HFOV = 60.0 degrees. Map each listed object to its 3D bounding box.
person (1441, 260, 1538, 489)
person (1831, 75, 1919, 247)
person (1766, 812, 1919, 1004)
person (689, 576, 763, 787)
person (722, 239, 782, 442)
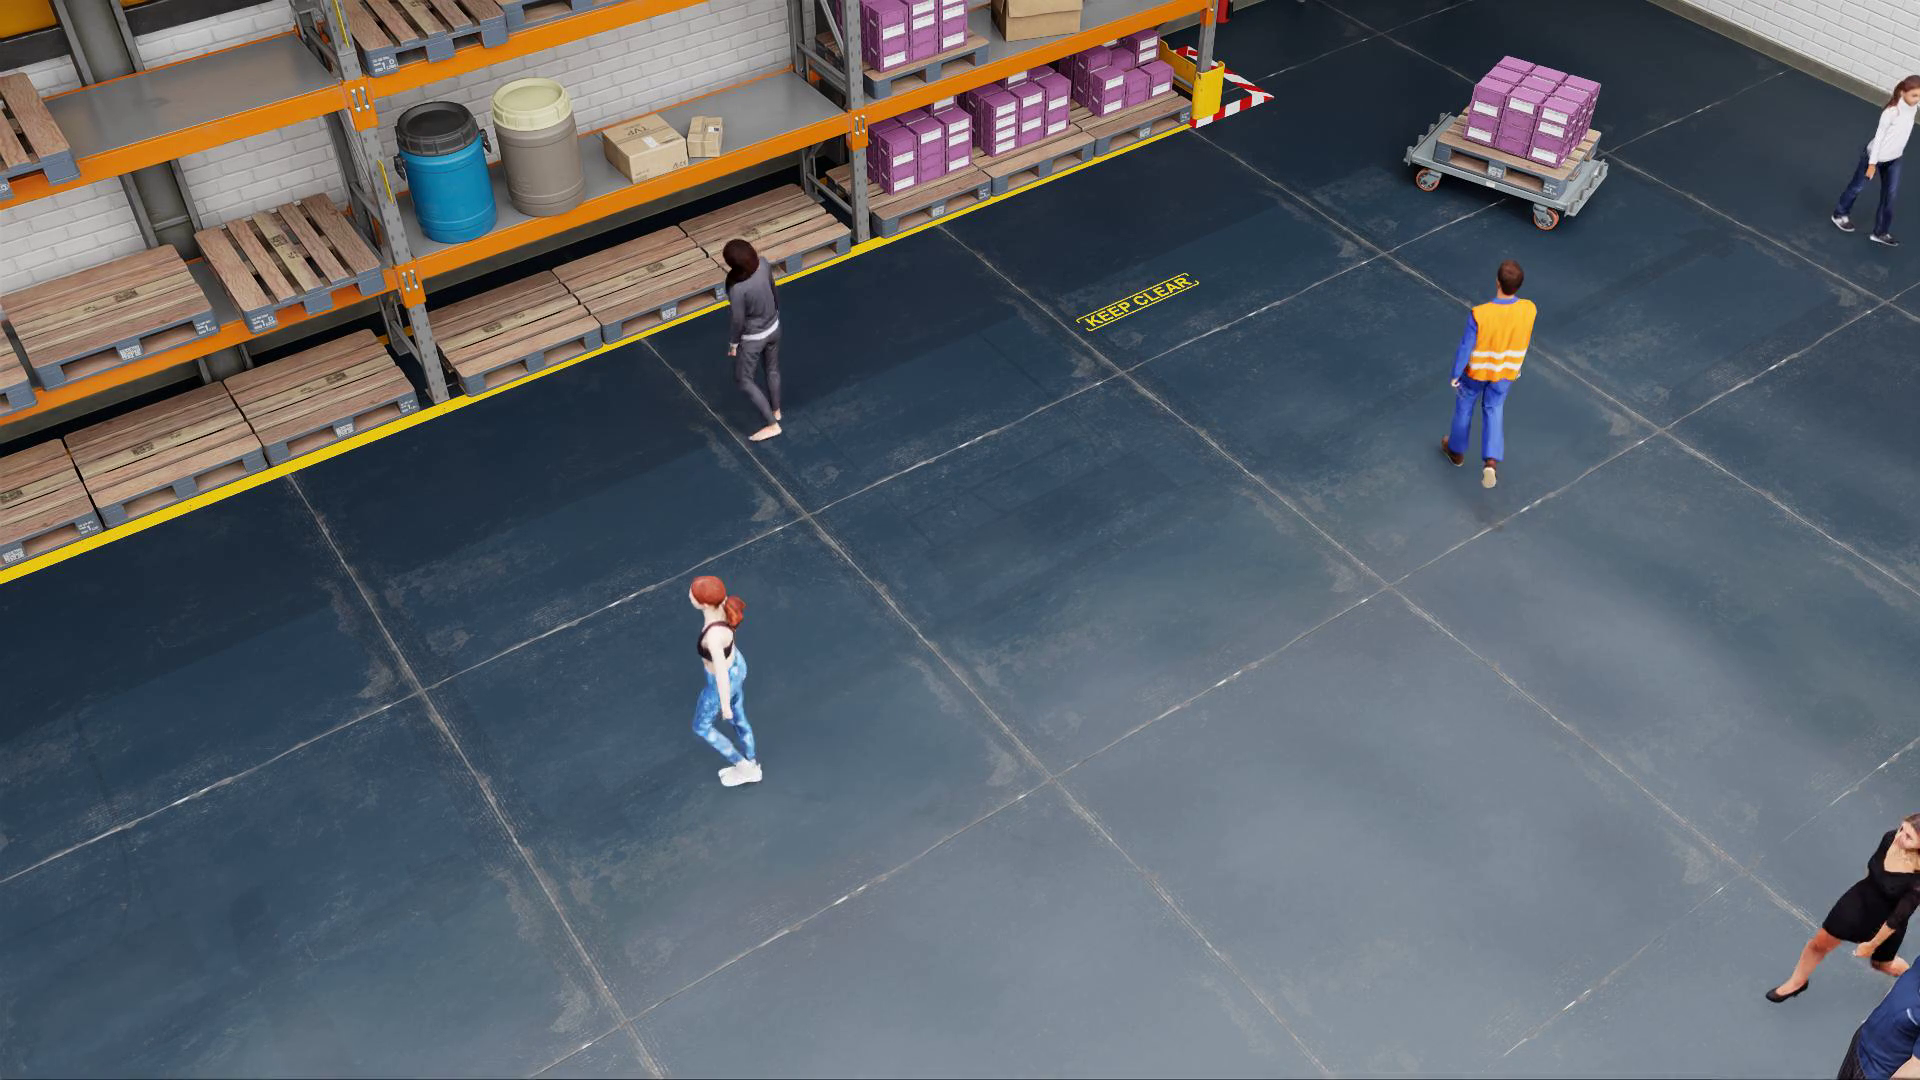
[{"bbox_3d":[3.845,-1.165,12.023,1.057,1.849,1.055,-2,44,-2],"label":"person"},{"bbox_3d":[8.033,-3.404,14.601,0.893,1.535,0.795,-12,45,-12],"label":"person"},{"bbox_3d":[4.935,2.015,8.833,1.112,1.645,0.847,-7,44,-7],"label":"person"},{"bbox_3d":[-1.321,0.878,9.930,0.775,1.779,0.715,8,44,8],"label":"person"},{"bbox_3d":[-1.504,-1.581,12.533,0.682,1.749,0.830,-31,51,-28],"label":"person"}]
